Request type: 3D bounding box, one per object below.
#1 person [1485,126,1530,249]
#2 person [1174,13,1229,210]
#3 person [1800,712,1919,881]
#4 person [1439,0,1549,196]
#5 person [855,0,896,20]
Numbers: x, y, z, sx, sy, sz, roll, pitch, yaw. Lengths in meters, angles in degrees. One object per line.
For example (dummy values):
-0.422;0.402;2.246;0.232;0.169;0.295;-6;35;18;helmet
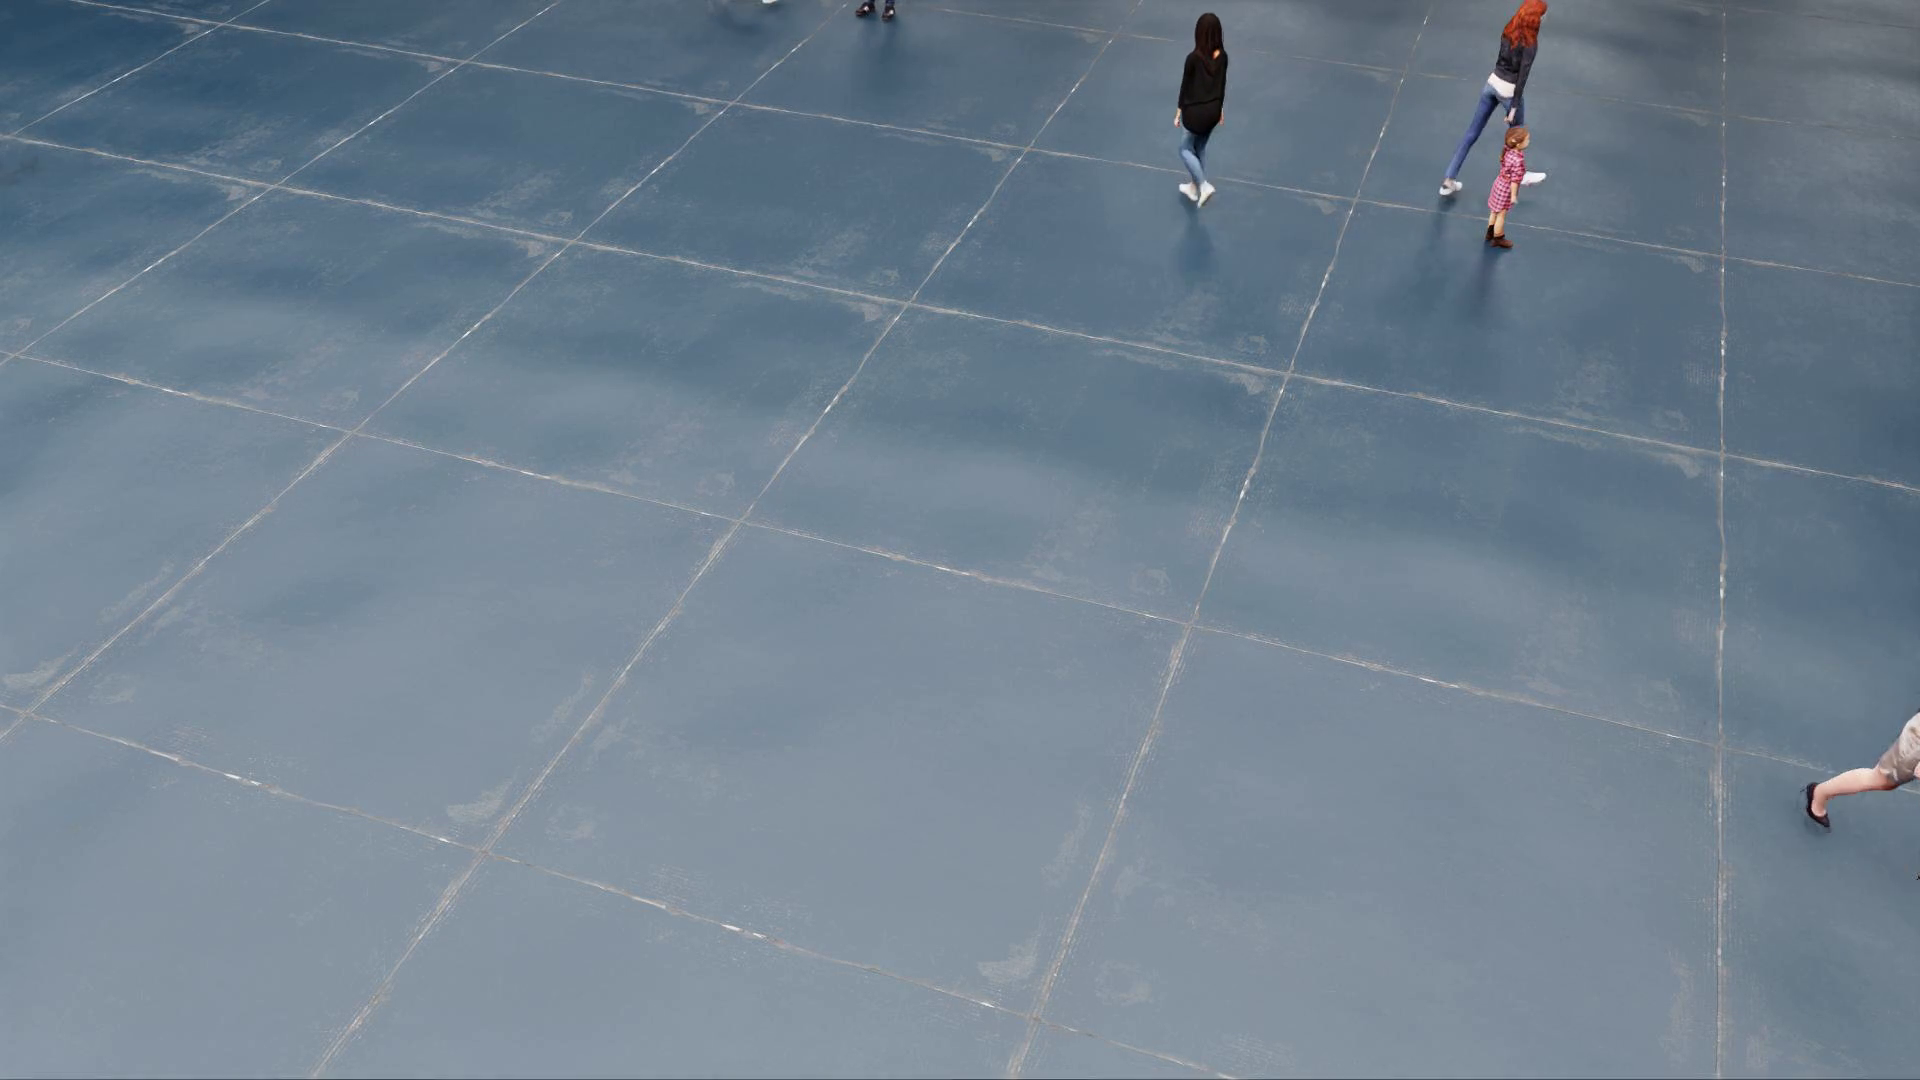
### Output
4.440;-2.881;13.512;0.553;1.022;0.473;-3;38;-4;person
2.034;-3.530;13.846;0.879;1.633;0.941;-16;41;-19;person
4.639;0.944;8.067;1.128;1.706;1.063;-25;44;-28;person
4.469;-3.645;13.918;1.250;1.726;1.219;-17;41;-20;person
-0.870;-6.405;17.332;0.640;1.865;0.520;14;40;17;person
